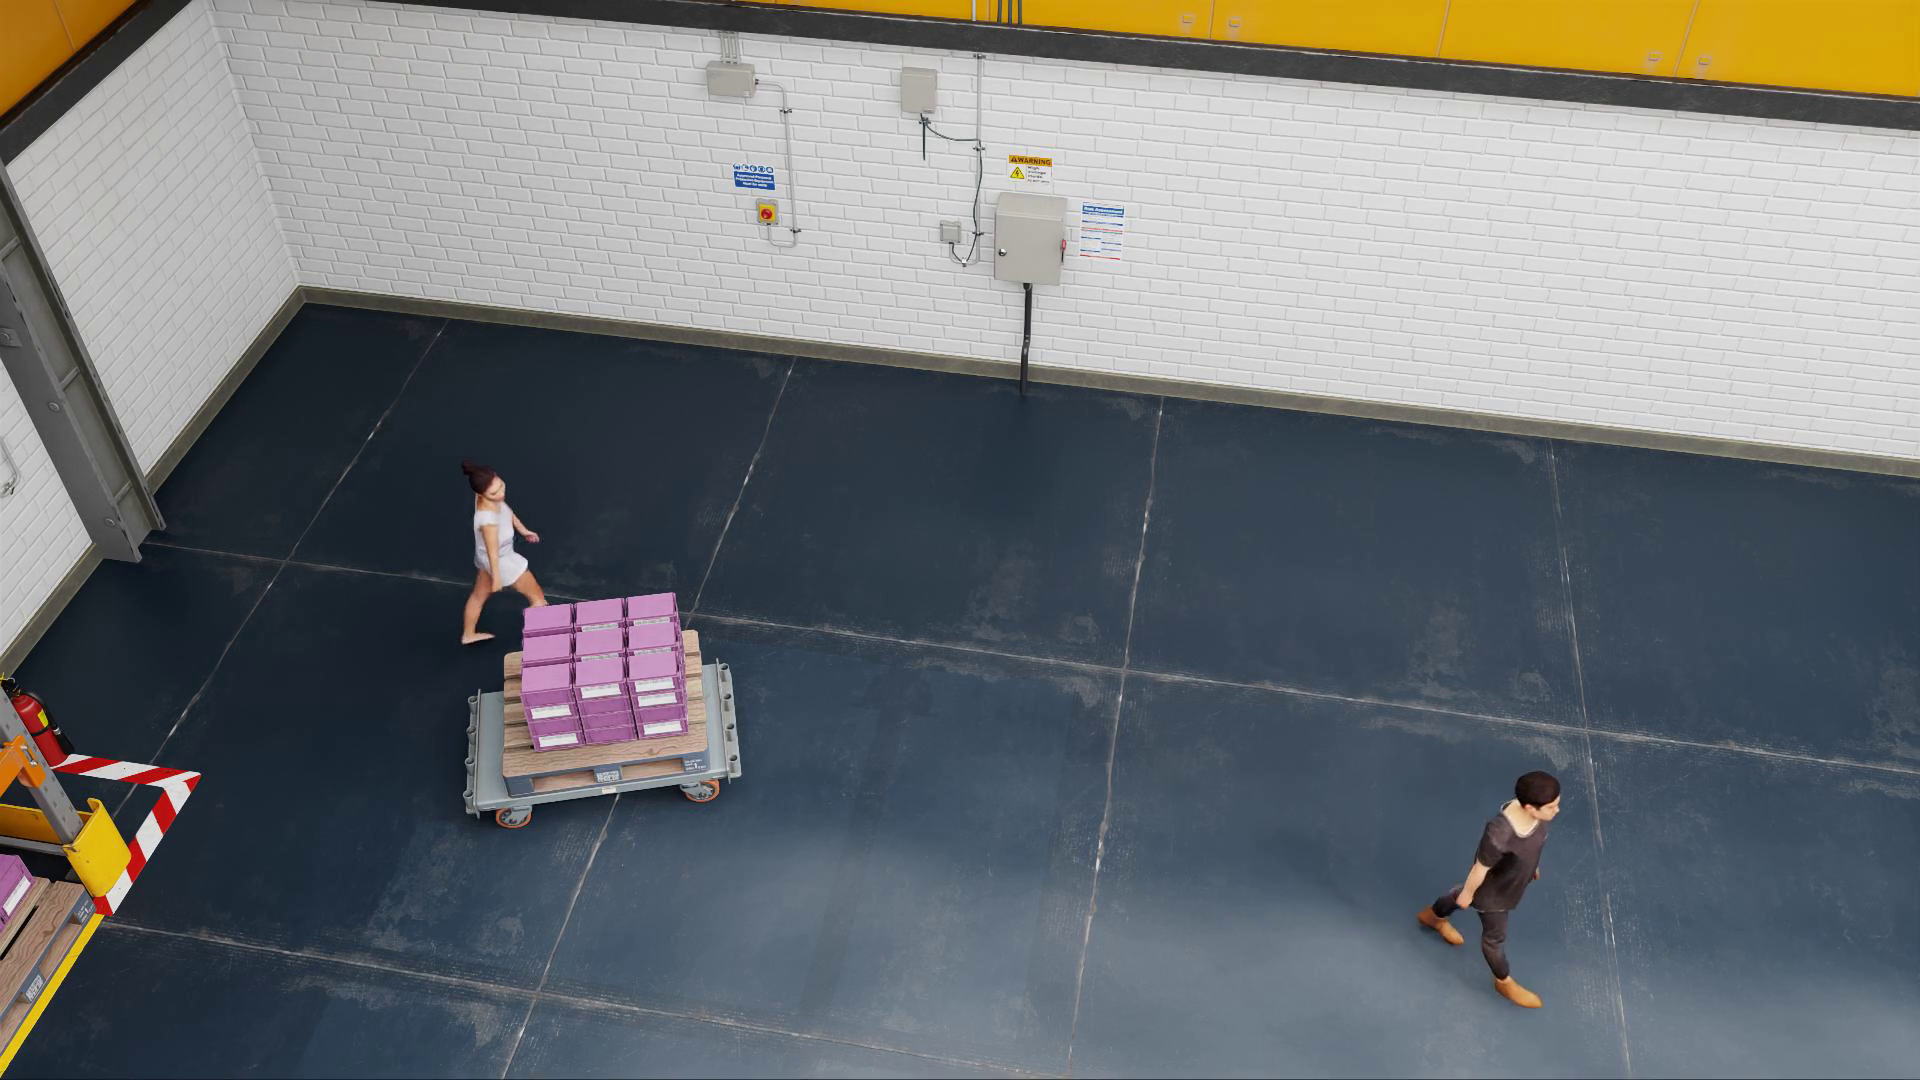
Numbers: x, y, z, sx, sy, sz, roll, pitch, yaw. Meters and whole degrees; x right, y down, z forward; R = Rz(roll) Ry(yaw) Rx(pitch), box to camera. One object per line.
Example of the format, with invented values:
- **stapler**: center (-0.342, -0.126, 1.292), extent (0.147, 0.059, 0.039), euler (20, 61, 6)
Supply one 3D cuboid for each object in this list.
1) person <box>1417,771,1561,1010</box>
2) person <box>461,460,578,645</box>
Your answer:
- **person**: center (2.833, 1.762, 8.952), extent (1.049, 1.680, 1.098), euler (32, 52, 29)
- **person**: center (-3.061, 0.127, 10.732), extent (1.007, 1.592, 1.069), euler (-16, 46, -16)
